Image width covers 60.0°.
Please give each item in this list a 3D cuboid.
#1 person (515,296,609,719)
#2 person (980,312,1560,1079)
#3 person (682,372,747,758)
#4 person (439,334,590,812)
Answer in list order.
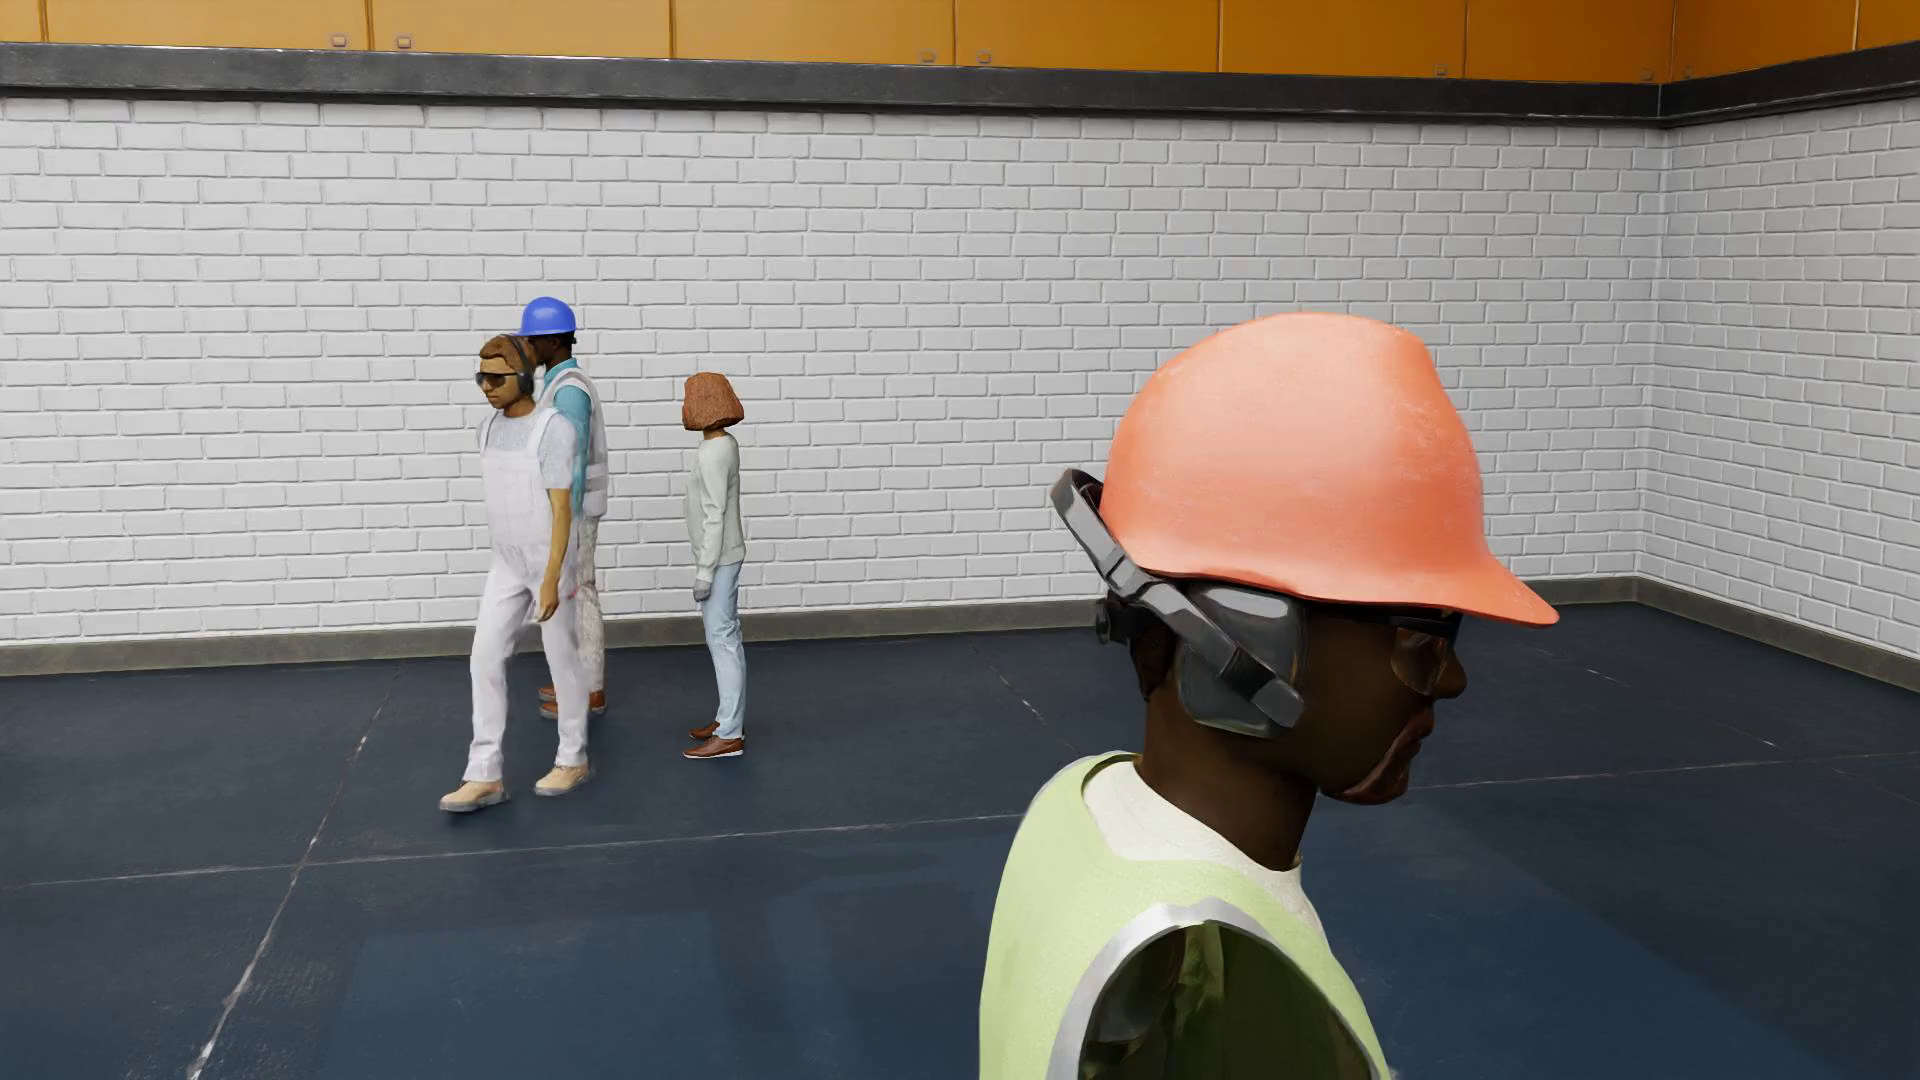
[{"bbox_3d":[-1.837,-0.153,7.727,0.412,1.938,0.610,-3,10,-17],"label":"person"},{"bbox_3d":[0.204,0.852,1.286,0.395,2.038,0.614,-1,9,-6],"label":"person"},{"bbox_3d":[-1.047,0.105,7.075,0.285,1.633,0.500,0,9,-3],"label":"person"},{"bbox_3d":[-1.693,0.138,6.315,0.528,1.811,0.804,4,10,25],"label":"person"}]
